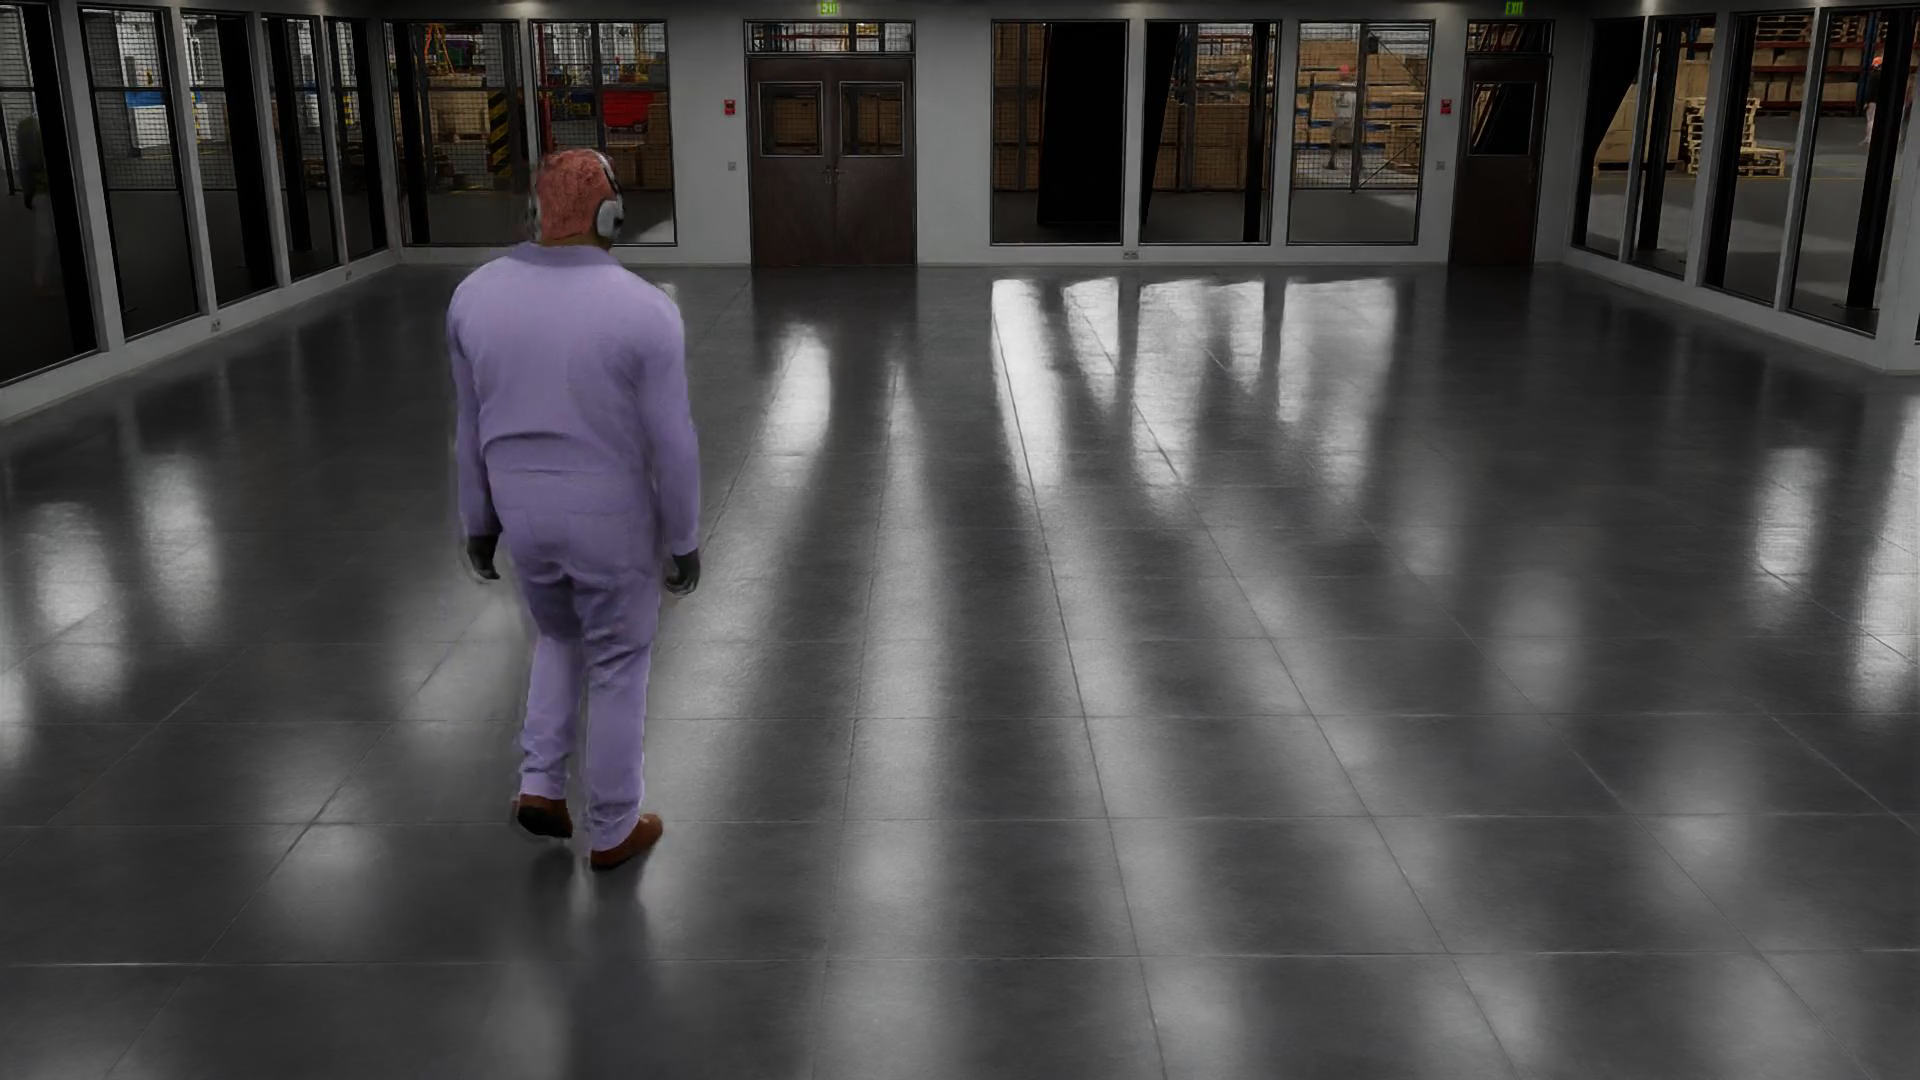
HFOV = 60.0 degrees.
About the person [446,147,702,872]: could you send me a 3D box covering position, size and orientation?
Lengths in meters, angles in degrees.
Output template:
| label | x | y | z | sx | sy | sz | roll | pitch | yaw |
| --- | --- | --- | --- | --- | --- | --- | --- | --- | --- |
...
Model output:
| label | x | y | z | sx | sy | sz | roll | pitch | yaw |
| --- | --- | --- | --- | --- | --- | --- | --- | --- | --- |
| person | -0.965 | -0.054 | 4.327 | 0.662 | 1.884 | 0.429 | 5 | 17 | 16 |
